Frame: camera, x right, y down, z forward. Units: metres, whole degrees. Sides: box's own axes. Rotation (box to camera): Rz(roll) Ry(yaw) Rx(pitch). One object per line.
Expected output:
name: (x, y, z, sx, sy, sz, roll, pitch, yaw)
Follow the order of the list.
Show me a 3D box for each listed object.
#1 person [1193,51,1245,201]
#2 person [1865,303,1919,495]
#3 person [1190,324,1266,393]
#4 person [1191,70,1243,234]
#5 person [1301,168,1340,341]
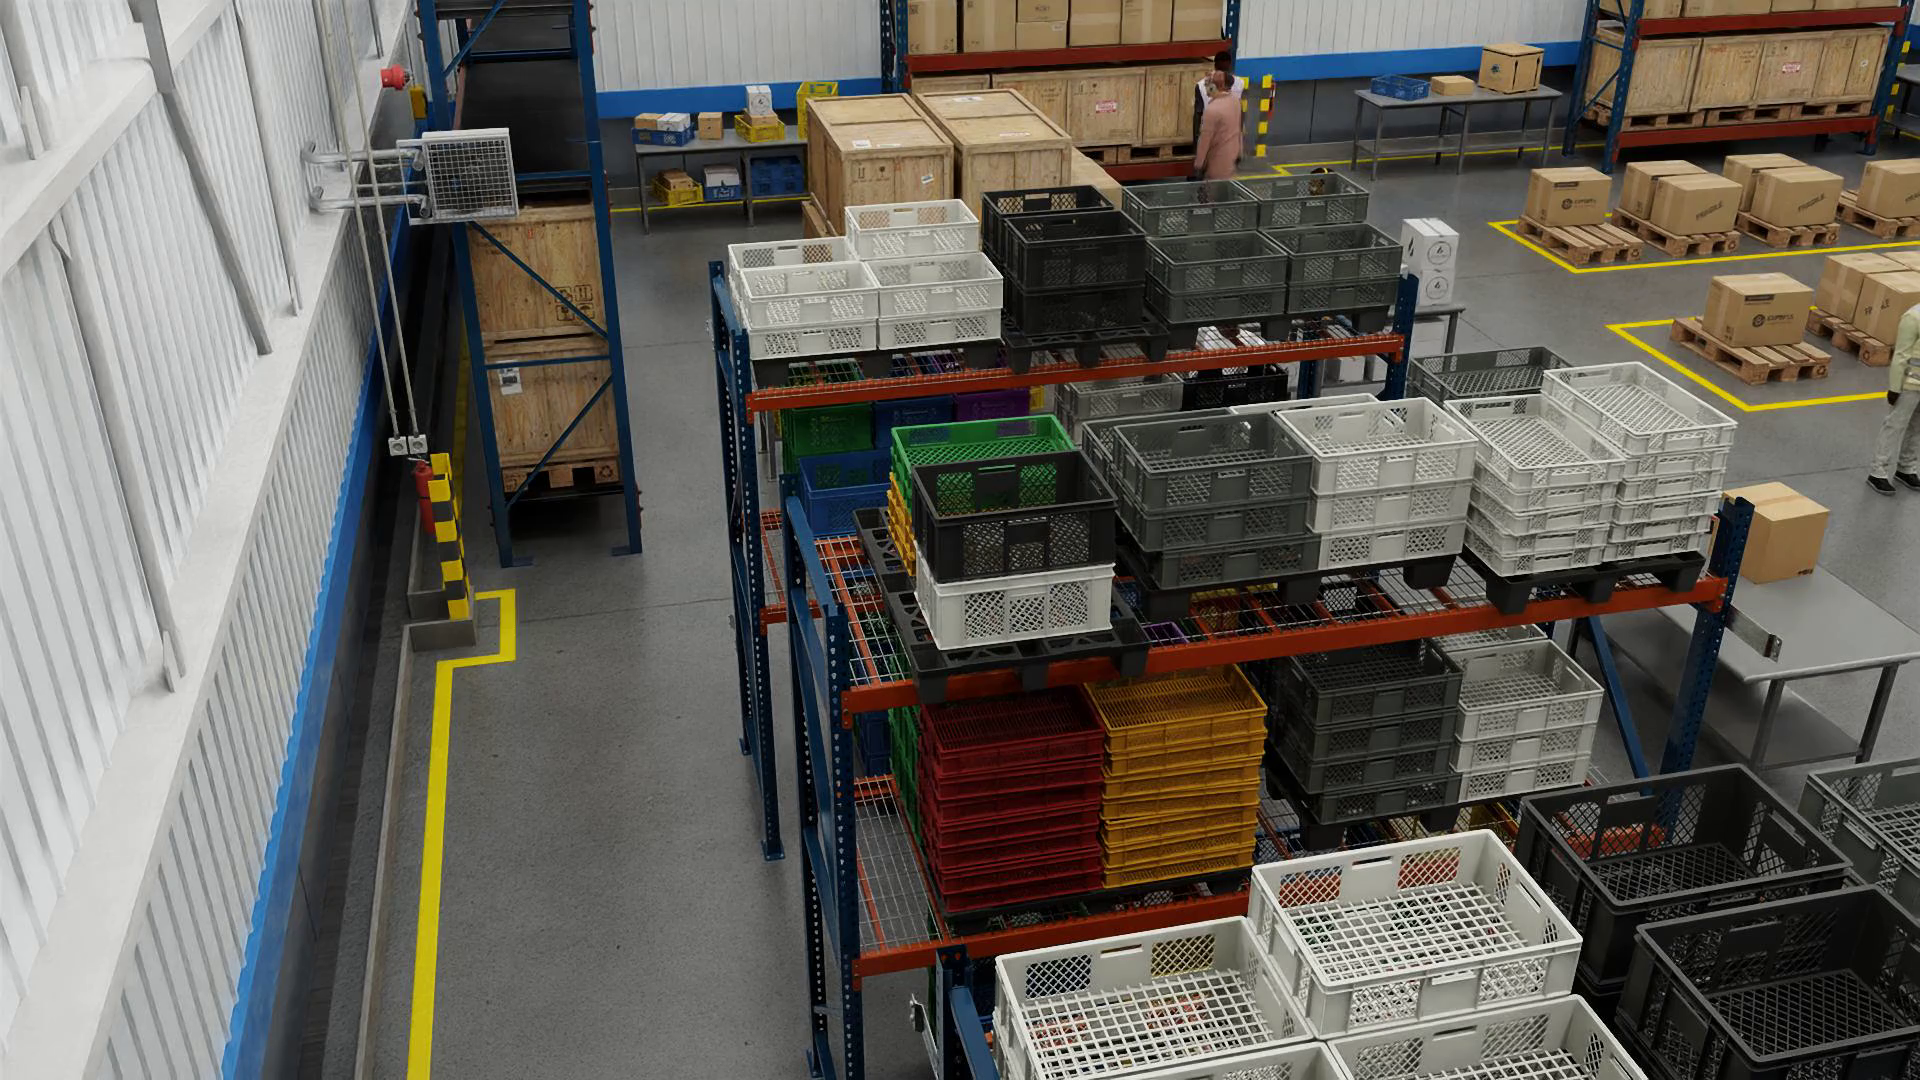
person: (2.962, -4.669, 19.137, 0.596, 1.908, 0.407, -5, 28, -10)
person: (7.351, -1.218, 12.679, 0.585, 1.823, 0.403, -7, 29, -12)
person: (1.908, -0.913, 12.040, 0.579, 1.878, 0.342, 17, 32, 29)
person: (2.767, -4.226, 18.331, 0.856, 1.862, 0.660, 15, 31, 26)
person: (3.166, -2.409, 14.885, 0.319, 1.871, 0.532, -7, 29, -13)
